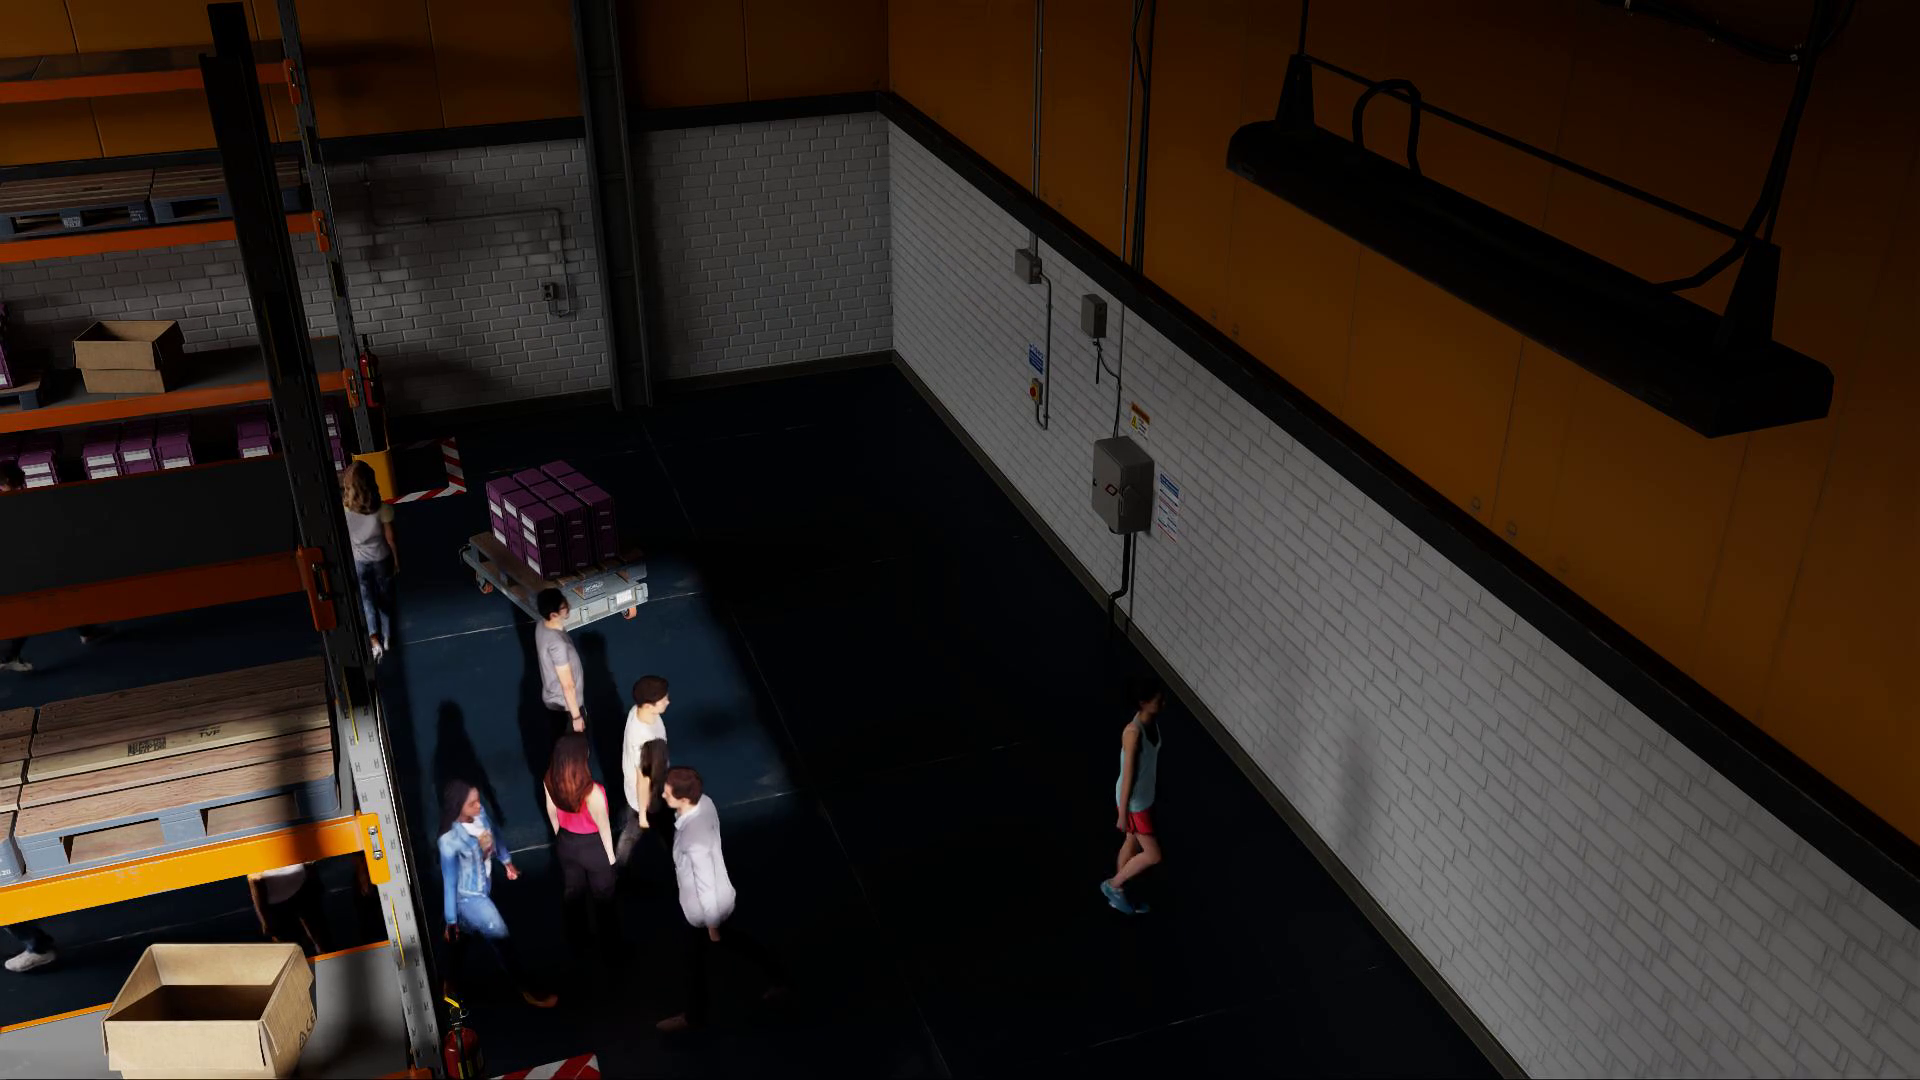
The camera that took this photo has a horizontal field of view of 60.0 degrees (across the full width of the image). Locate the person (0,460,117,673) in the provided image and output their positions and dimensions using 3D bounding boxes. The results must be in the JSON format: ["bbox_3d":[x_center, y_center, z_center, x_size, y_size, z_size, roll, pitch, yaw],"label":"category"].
[{"bbox_3d":[-7.267,0.233,12.913,1.010,1.718,1.266,24,37,37],"label":"person"}]

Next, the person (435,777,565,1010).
[{"bbox_3d":[-2.892,2.065,9.592,1.142,1.681,1.001,1,29,1],"label":"person"}]

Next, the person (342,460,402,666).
[{"bbox_3d":[-4.599,0.209,12.965,0.889,1.710,0.719,-8,30,-14],"label":"person"}]

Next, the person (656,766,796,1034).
[{"bbox_3d":[-1.353,2.049,9.471,1.134,1.825,0.884,-2,29,-3],"label":"person"}]

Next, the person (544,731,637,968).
[{"bbox_3d":[-2.253,1.850,10.010,0.650,1.660,0.706,13,31,23],"label":"person"}]

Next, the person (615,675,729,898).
[{"bbox_3d":[-2.046,1.584,10.480,1.010,1.677,0.741,-9,30,-16],"label":"person"}]

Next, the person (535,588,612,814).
[{"bbox_3d":[-2.691,1.093,11.298,0.583,1.754,0.658,-15,32,-26],"label":"person"}]

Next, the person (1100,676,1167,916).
[{"bbox_3d":[1.028,1.599,10.369,0.807,1.755,0.749,11,31,20],"label":"person"}]

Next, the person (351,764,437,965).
[{"bbox_3d":[-3.299,1.910,9.770,0.984,1.784,0.922,12,31,20],"label":"person"}]
